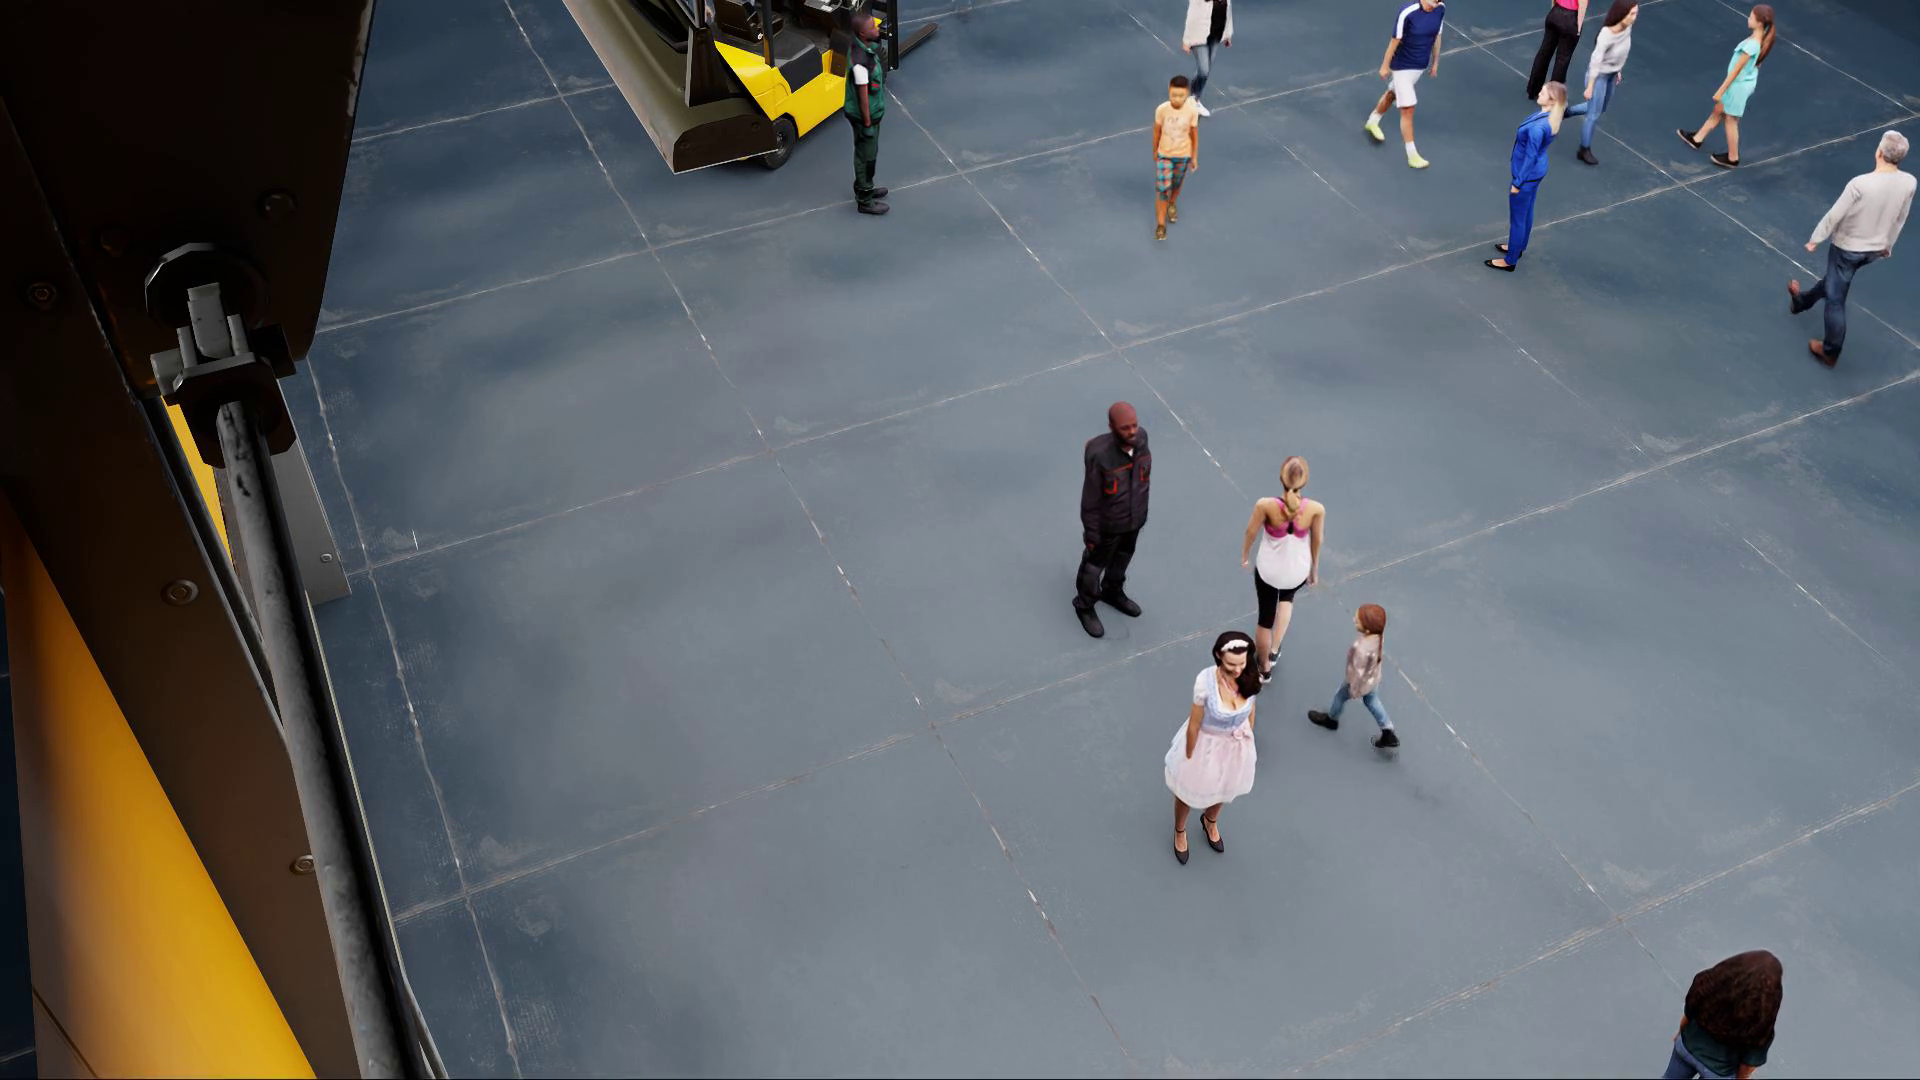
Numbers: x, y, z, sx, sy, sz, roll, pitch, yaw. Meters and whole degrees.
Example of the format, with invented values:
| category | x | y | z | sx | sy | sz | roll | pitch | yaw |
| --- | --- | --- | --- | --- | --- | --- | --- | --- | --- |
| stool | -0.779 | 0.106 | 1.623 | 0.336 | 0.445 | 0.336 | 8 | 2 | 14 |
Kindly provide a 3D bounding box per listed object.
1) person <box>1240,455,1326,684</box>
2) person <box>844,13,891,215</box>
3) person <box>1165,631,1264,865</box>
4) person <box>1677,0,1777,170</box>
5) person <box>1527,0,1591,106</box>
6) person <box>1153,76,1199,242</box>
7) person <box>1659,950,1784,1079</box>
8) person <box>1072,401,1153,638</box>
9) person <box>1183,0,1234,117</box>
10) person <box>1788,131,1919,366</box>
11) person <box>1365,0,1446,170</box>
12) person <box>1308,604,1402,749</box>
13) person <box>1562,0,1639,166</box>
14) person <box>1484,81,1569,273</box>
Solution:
| category | x | y | z | sx | sy | sz | roll | pitch | yaw |
| --- | --- | --- | --- | --- | --- | --- | --- | --- | --- |
| person | 1.999 | 0.256 | 10.362 | 0.748 | 1.779 | 0.772 | 4 | 44 | 4 |
| person | -0.824 | -3.731 | 14.503 | 0.829 | 1.839 | 0.674 | -2 | 44 | -3 |
| person | 1.437 | 1.166 | 9.378 | 0.732 | 1.819 | 0.754 | -12 | 45 | -12 |
| person | 7.132 | -4.093 | 15.103 | 0.756 | 1.536 | 0.973 | -34 | 53 | -30 |
| person | 5.791 | -4.950 | 15.913 | 0.638 | 1.660 | 0.457 | -20 | 47 | -20 |
| person | 1.861 | -3.372 | 14.424 | 0.827 | 1.429 | 1.027 | 2 | 44 | 2 |
| person | 3.661 | 2.508 | 8.115 | 0.690 | 1.617 | 0.573 | -24 | 49 | -23 |
| person | 0.995 | -0.186 | 10.792 | 0.753 | 1.825 | 0.673 | -28 | 50 | -26 |
| person | 2.287 | -4.822 | 15.801 | 0.691 | 1.629 | 0.636 | -25 | 49 | -24 |
| person | 6.967 | -2.201 | 12.876 | 0.948 | 1.868 | 1.248 | -8 | 44 | -8 |
| person | 4.047 | -4.354 | 15.208 | 0.683 | 1.769 | 1.222 | -20 | 47 | -20 |
| person | 2.515 | 0.846 | 10.181 | 0.898 | 1.175 | 0.714 | 30 | 51 | 28 |
| person | 5.788 | -4.233 | 15.193 | 0.793 | 1.614 | 0.947 | -34 | 53 | -30 |
| person | 4.762 | -3.044 | 13.883 | 0.729 | 1.701 | 0.713 | 24 | 48 | 23 |
